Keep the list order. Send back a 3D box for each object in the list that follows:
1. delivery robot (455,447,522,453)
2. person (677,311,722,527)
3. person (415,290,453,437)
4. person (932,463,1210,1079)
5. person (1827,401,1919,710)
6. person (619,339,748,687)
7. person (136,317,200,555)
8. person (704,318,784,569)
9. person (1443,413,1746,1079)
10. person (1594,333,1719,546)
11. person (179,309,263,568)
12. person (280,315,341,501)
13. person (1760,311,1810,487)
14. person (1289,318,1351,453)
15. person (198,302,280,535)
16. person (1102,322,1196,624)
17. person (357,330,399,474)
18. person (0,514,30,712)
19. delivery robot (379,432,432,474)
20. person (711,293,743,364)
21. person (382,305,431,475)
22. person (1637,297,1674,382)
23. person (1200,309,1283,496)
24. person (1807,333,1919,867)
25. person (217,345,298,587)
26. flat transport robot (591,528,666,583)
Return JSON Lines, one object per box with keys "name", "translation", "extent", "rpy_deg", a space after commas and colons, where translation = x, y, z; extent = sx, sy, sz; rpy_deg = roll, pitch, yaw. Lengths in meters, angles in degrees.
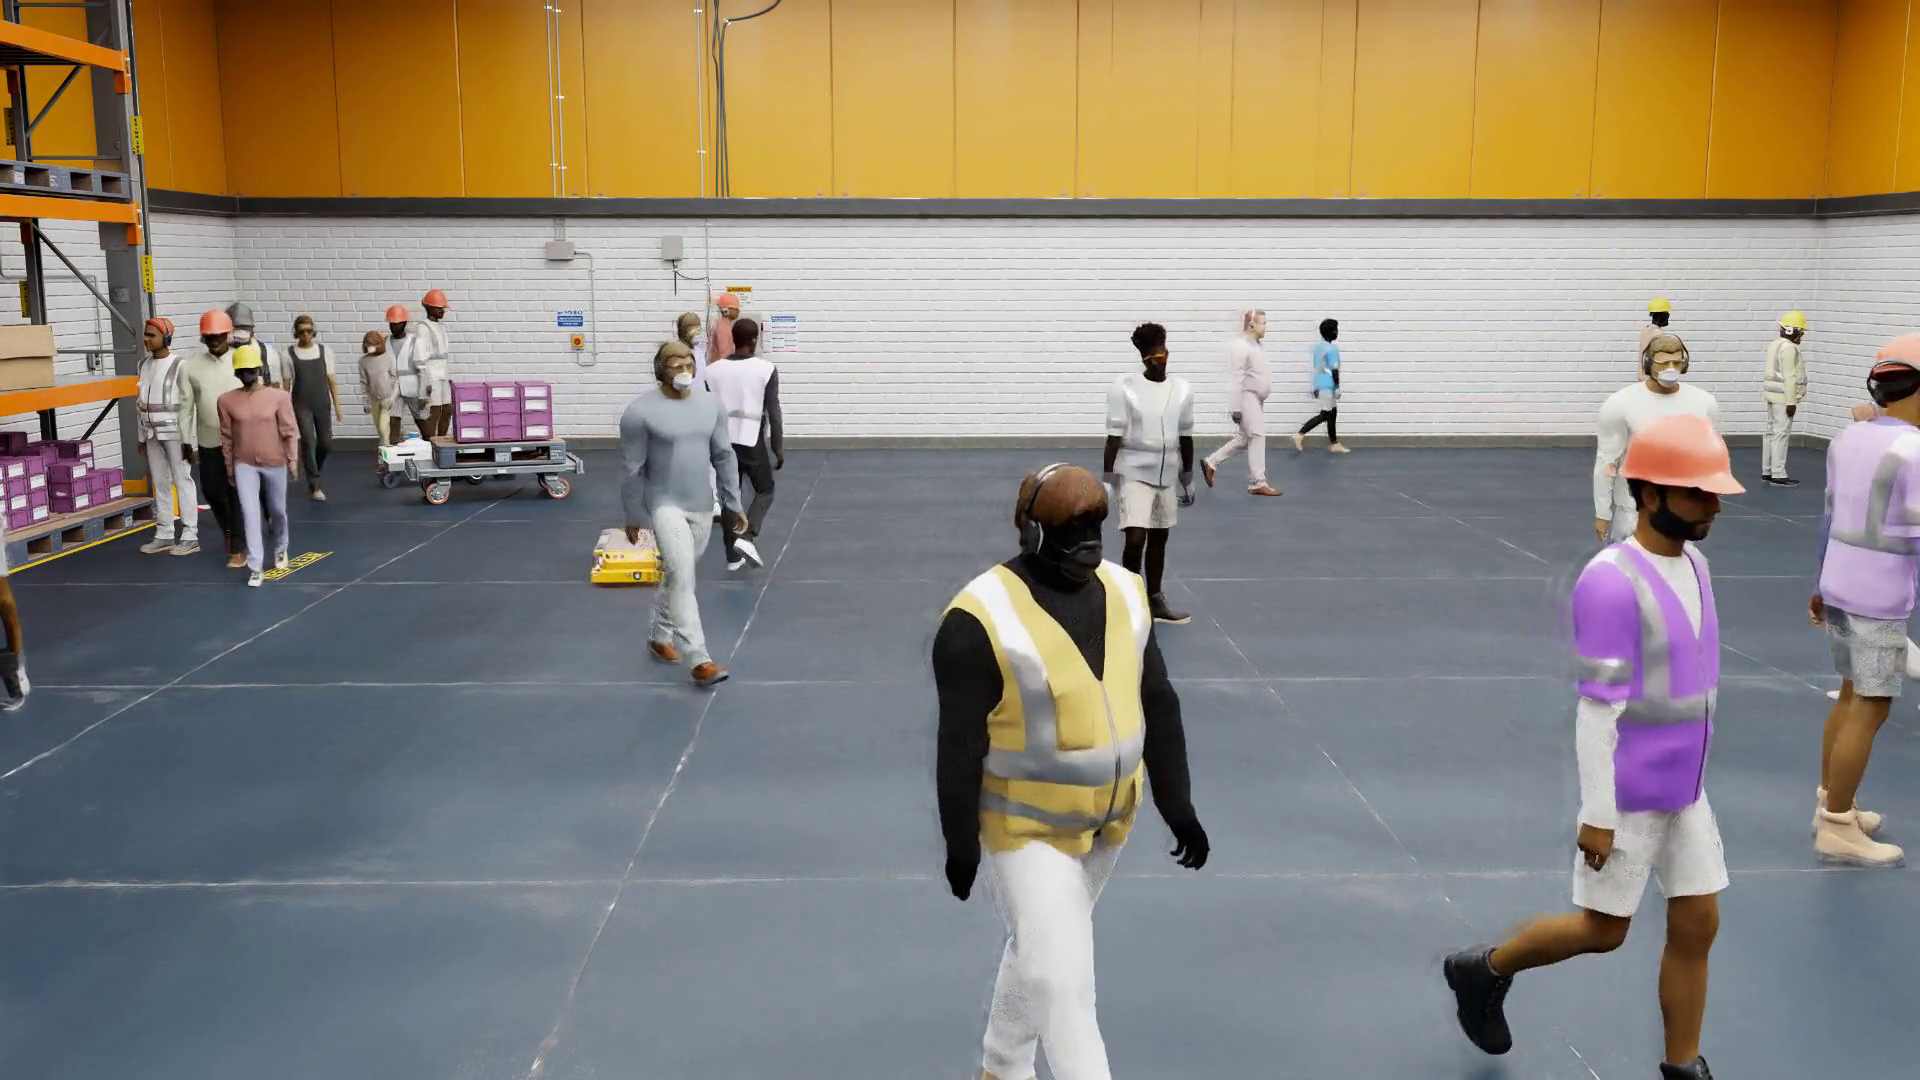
{"name": "delivery robot", "translation": [-5.046, -0.941, 17.739], "extent": [0.707, 0.478, 0.477], "rpy_deg": [-8, 12, -40]}
{"name": "person", "translation": [-2.286, -1.015, 14.328], "extent": [0.731, 1.902, 0.646], "rpy_deg": [3, 10, 19]}
{"name": "person", "translation": [-6.138, -1.921, 19.545], "extent": [0.400, 2.022, 0.642], "rpy_deg": [1, 9, 7]}
{"name": "person", "translation": [0.306, 0.710, 4.092], "extent": [0.640, 1.791, 0.940], "rpy_deg": [-7, 12, -38]}
{"name": "person", "translation": [4.728, 0.098, 8.395], "extent": [0.561, 1.613, 0.565], "rpy_deg": [-7, 12, -37]}
{"name": "person", "translation": [-1.542, -0.166, 9.234], "extent": [0.638, 1.888, 1.037], "rpy_deg": [-8, 12, -41]}
{"name": "person", "translation": [-6.311, -0.818, 13.210], "extent": [0.574, 1.885, 0.356], "rpy_deg": [4, 10, 23]}
{"name": "person", "translation": [-1.633, -0.706, 12.454], "extent": [0.630, 1.898, 0.462], "rpy_deg": [3, 10, 17]}
{"name": "person", "translation": [1.748, 0.606, 4.409], "extent": [0.555, 1.911, 0.848], "rpy_deg": [-8, 12, -39]}
{"name": "person", "translation": [3.791, -0.166, 9.114], "extent": [0.644, 1.927, 0.391], "rpy_deg": [0, 9, -1]}
{"name": "person", "translation": [-5.680, -0.802, 12.861], "extent": [0.629, 1.972, 0.819], "rpy_deg": [-2, 10, -14]}
{"name": "person", "translation": [-6.444, -1.322, 16.479], "extent": [0.518, 1.826, 0.765], "rpy_deg": [-6, 11, -34]}
{"name": "person", "translation": [8.635, -1.473, 17.409], "extent": [0.403, 1.823, 0.586], "rpy_deg": [1, 9, 9]}
{"name": "person", "translation": [4.412, -1.866, 20.288], "extent": [0.764, 1.670, 0.535], "rpy_deg": [-1, 9, -5]}
{"name": "person", "translation": [-6.134, -1.059, 14.207], "extent": [0.696, 2.000, 1.033], "rpy_deg": [-6, 11, -33]}
{"name": "person", "translation": [1.170, -0.382, 10.362], "extent": [0.720, 1.937, 0.448], "rpy_deg": [-5, 10, -26]}
{"name": "person", "translation": [-6.415, -1.522, 18.433], "extent": [0.517, 1.576, 0.742], "rpy_deg": [2, 10, 13]}
{"name": "person", "translation": [-3.461, 0.449, 5.601], "extent": [0.566, 1.826, 0.919], "rpy_deg": [-6, 11, -34]}
{"name": "delivery robot", "translation": [-5.698, -0.886, 17.399], "extent": [0.707, 0.478, 0.477], "rpy_deg": [-5, 10, -27]}
{"name": "person", "translation": [-2.707, -1.953, 19.863], "extent": [0.681, 1.972, 0.658], "rpy_deg": [0, 9, -1]}
{"name": "person", "translation": [-6.144, -1.673, 18.490], "extent": [0.552, 1.879, 1.039], "rpy_deg": [1, 9, 7]}
{"name": "person", "translation": [8.243, -1.910, 19.758], "extent": [0.356, 1.930, 0.587], "rpy_deg": [1, 9, 5]}
{"name": "person", "translation": [2.847, -1.388, 16.745], "extent": [0.822, 1.879, 0.643], "rpy_deg": [4, 10, 24]}
{"name": "person", "translation": [3.512, 0.238, 6.311], "extent": [0.441, 2.025, 0.852], "rpy_deg": [0, 9, 1]}
{"name": "person", "translation": [-5.132, -0.572, 12.206], "extent": [0.532, 1.729, 0.907], "rpy_deg": [-3, 10, -17]}
{"name": "flat transport robot", "translation": [-2.392, 0.099, 12.519], "extent": [0.652, 0.197, 1.431], "rpy_deg": [-1, 9, -8]}
